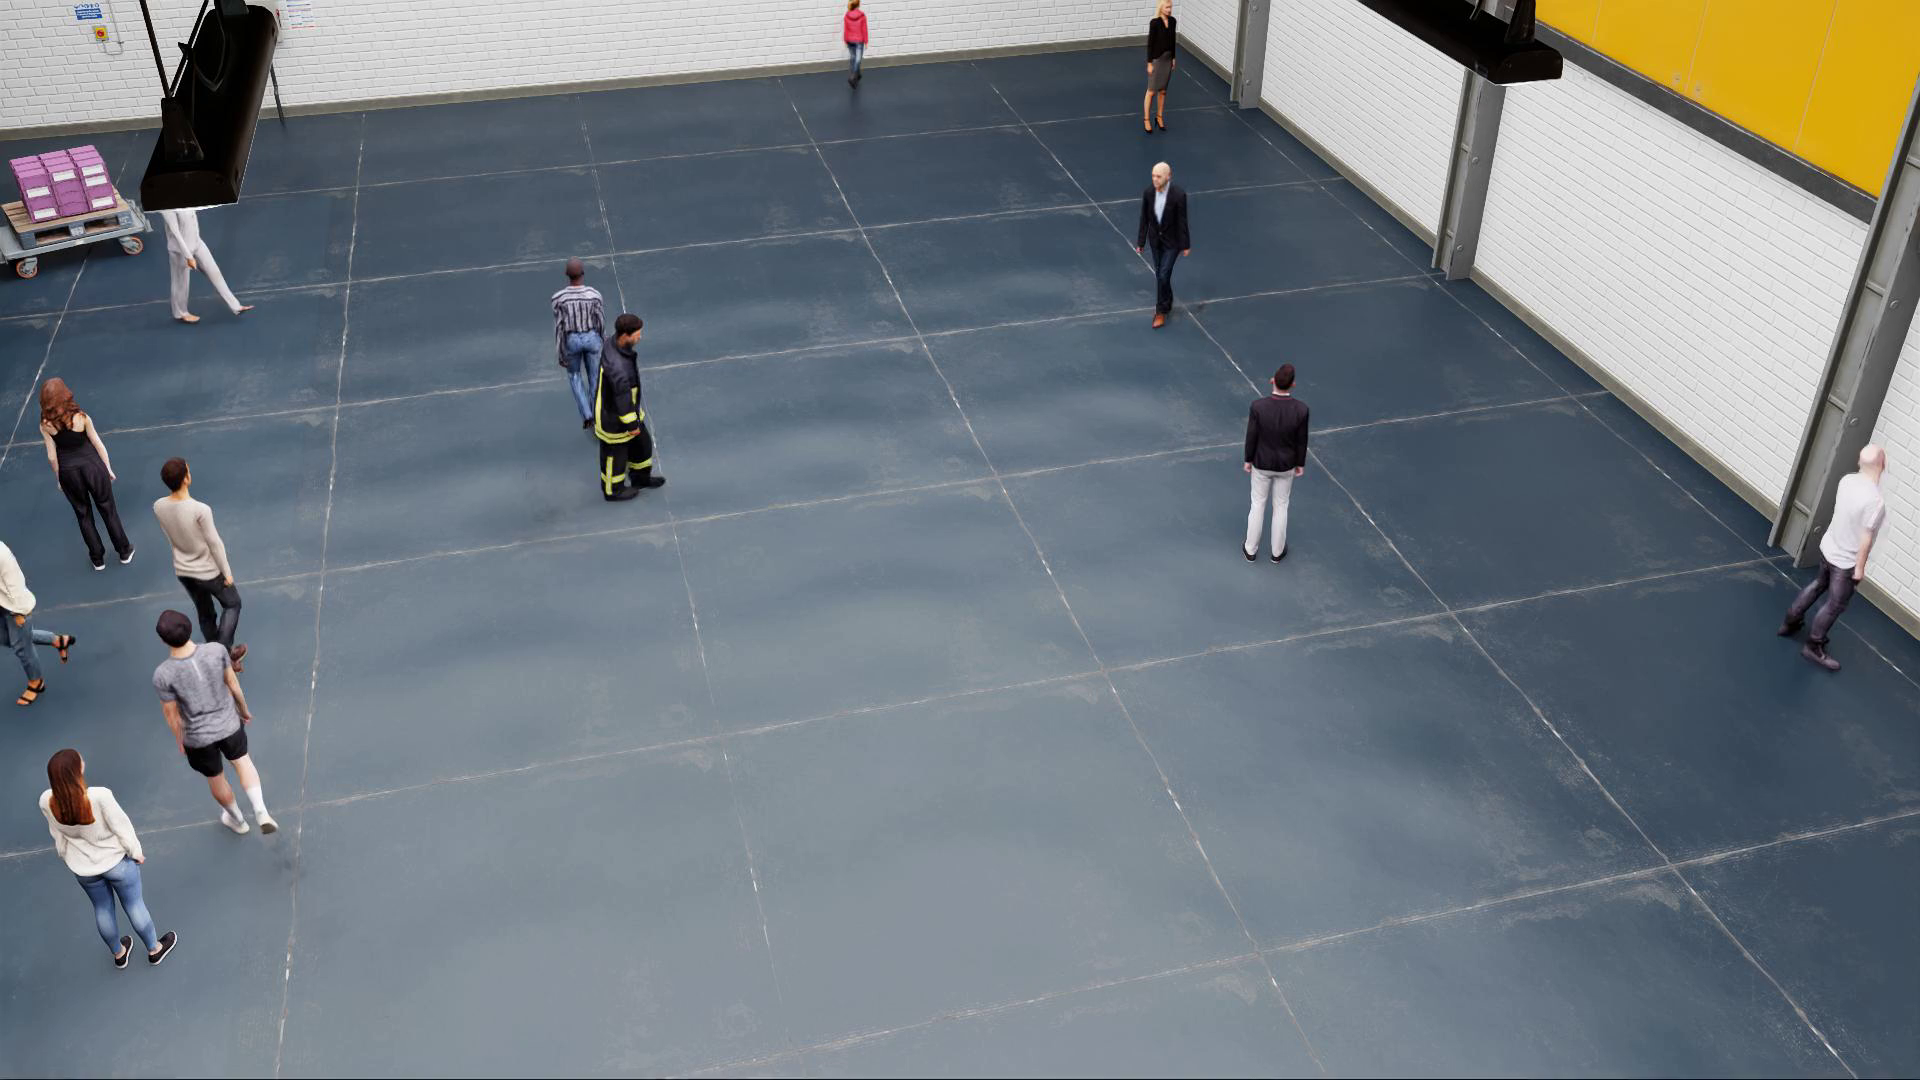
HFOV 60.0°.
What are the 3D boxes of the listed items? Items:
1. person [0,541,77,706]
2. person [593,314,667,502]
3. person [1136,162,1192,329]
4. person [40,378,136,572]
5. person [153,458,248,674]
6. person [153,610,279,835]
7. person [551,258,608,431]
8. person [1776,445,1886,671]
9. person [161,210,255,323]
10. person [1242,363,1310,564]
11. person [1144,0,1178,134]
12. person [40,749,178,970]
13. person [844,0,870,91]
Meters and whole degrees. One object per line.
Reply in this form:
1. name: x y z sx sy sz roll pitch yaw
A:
1. person: -6.972 0.440 12.343 0.875 1.665 0.929 20 38 27
2. person: -3.070 -1.133 14.518 0.926 1.876 0.806 -6 34 -9
3. person: 2.225 -3.195 17.720 0.947 1.768 0.998 22 39 29
4. person: -7.263 -0.550 13.758 0.627 1.747 0.573 -15 36 -21
5. person: -5.723 0.274 12.421 0.796 1.855 0.876 7 34 10
6. person: -4.874 1.269 10.921 0.885 1.859 0.991 -27 42 -35
7. person: -3.500 -1.737 15.514 0.665 1.781 0.628 -11 35 -16
8. person: 6.735 0.132 12.671 0.911 1.816 0.730 13 36 18
9. person: -8.282 -3.087 17.626 1.003 1.691 1.138 4 34 6
10. person: 2.600 -0.628 13.788 0.735 1.845 0.713 6 34 8
11. person: 2.703 -6.436 22.531 0.669 1.840 0.639 -19 38 -26
12. person: -5.189 1.934 10.070 0.657 1.692 0.609 -2 34 -3
13. person: -1.548 -7.228 24.220 0.819 1.288 0.979 10 35 15
